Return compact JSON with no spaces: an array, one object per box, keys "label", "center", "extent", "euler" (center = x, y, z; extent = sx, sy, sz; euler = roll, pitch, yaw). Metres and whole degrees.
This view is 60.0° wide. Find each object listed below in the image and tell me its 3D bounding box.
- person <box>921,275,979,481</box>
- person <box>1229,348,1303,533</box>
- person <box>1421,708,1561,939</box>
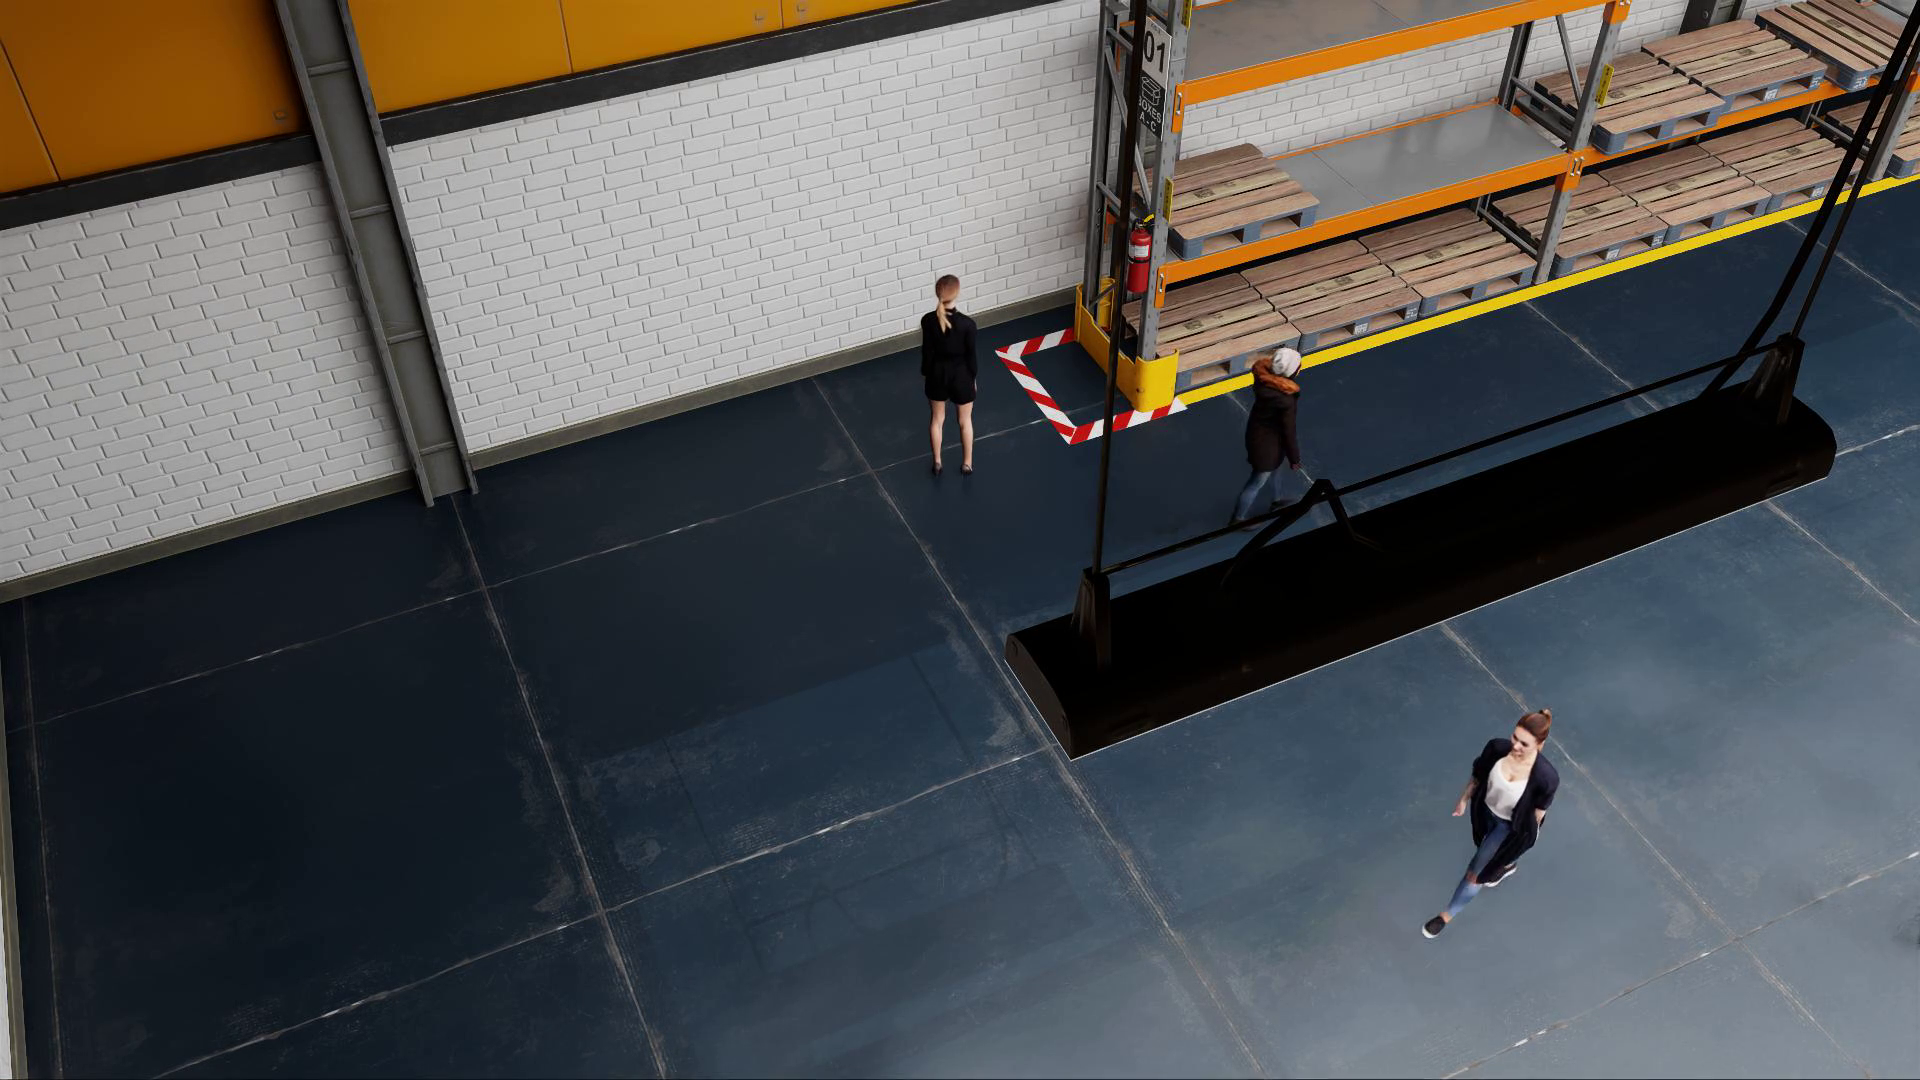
[{"label":"person","center":[-0.078,-1.174,12.192],"extent":[0.622,1.768,0.713],"euler":[6,44,6]},{"label":"person","center":[2.110,-0.684,11.788],"extent":[0.891,1.614,0.735],"euler":[-9,44,-9]},{"label":"person","center":[3.140,1.530,9.450],"extent":[1.156,1.633,0.787],"euler":[-27,50,-25]}]
